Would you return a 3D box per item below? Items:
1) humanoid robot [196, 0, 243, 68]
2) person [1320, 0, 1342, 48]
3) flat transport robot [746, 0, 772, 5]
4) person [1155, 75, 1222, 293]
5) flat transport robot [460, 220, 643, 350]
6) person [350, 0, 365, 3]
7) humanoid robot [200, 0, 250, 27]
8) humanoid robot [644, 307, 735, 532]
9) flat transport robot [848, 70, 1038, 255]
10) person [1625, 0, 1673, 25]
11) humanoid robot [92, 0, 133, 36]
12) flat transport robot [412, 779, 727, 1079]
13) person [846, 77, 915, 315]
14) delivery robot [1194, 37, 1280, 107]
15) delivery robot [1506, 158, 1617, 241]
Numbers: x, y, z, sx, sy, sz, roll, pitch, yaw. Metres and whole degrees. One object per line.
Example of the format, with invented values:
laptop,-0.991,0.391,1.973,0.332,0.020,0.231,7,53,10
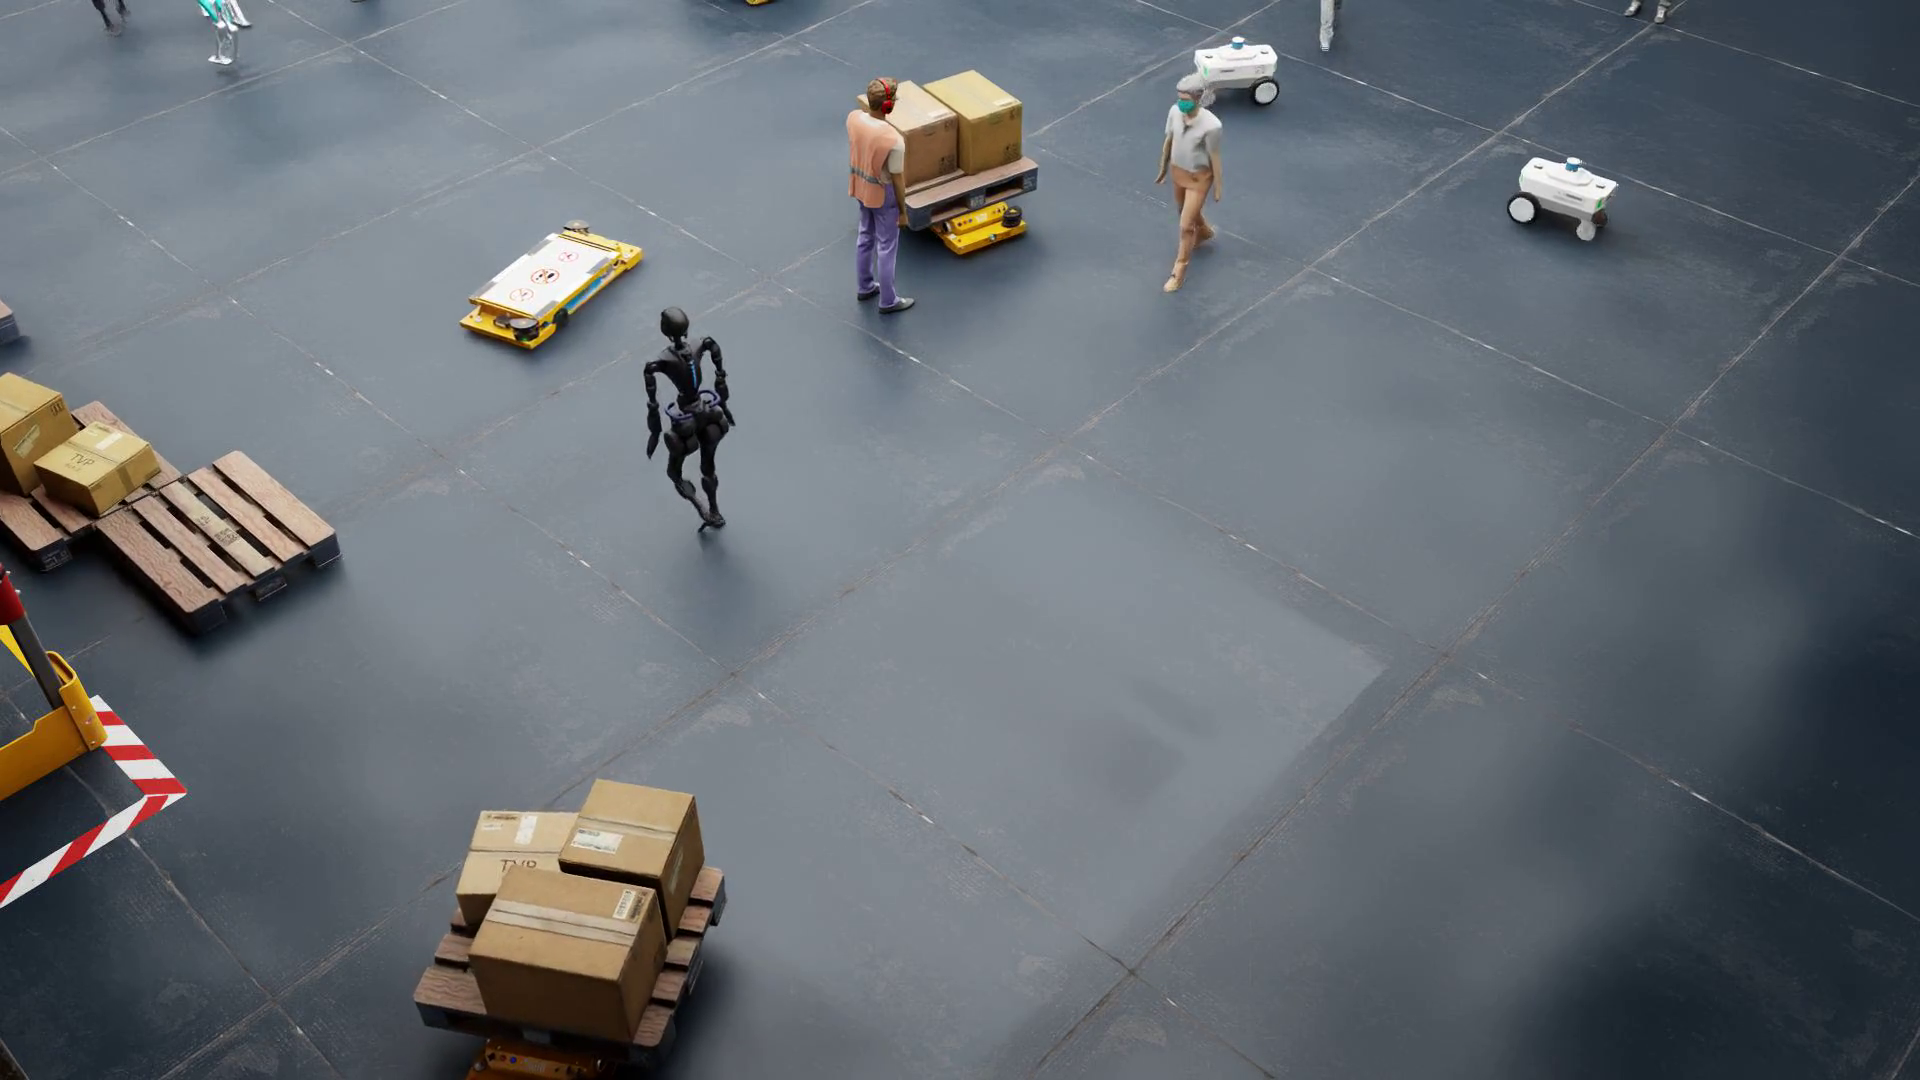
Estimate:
humanoid robot,-6.816,-5.034,15.098,0.564,1.897,0.731,-33,52,-32
person,3.569,-5.583,15.661,0.500,1.689,0.891,3,42,4
flat transport robot,-2.141,-5.893,17.076,0.659,0.231,1.431,-21,46,-22
person,1.788,-2.779,12.549,0.524,1.707,0.776,32,51,30
flat transport robot,-3.110,-1.965,12.710,0.659,0.231,1.431,19,45,20
person,-6.073,-6.249,16.278,0.416,1.870,0.535,-23,47,-24
humanoid robot,-7.310,-5.823,15.916,0.550,1.778,0.892,-30,50,-29
humanoid robot,-1.640,-0.719,10.269,0.600,1.641,0.412,-28,49,-27
flat transport robot,-0.133,-2.821,13.661,0.659,0.231,1.431,-24,47,-24
person,6.794,-5.888,15.905,0.566,1.832,0.404,20,46,21
humanoid robot,-8.279,-5.641,15.766,0.585,1.677,0.443,-17,45,-18
flat transport robot,-1.857,2.133,8.156,0.659,0.231,1.431,8,43,9
person,-0.597,-2.487,12.119,0.375,1.836,0.559,-32,51,-31
delivery robot,2.505,-4.239,15.038,0.811,0.613,0.499,-7,42,-7
delivery robot,4.872,-2.799,13.420,0.793,0.590,0.499,27,48,26
